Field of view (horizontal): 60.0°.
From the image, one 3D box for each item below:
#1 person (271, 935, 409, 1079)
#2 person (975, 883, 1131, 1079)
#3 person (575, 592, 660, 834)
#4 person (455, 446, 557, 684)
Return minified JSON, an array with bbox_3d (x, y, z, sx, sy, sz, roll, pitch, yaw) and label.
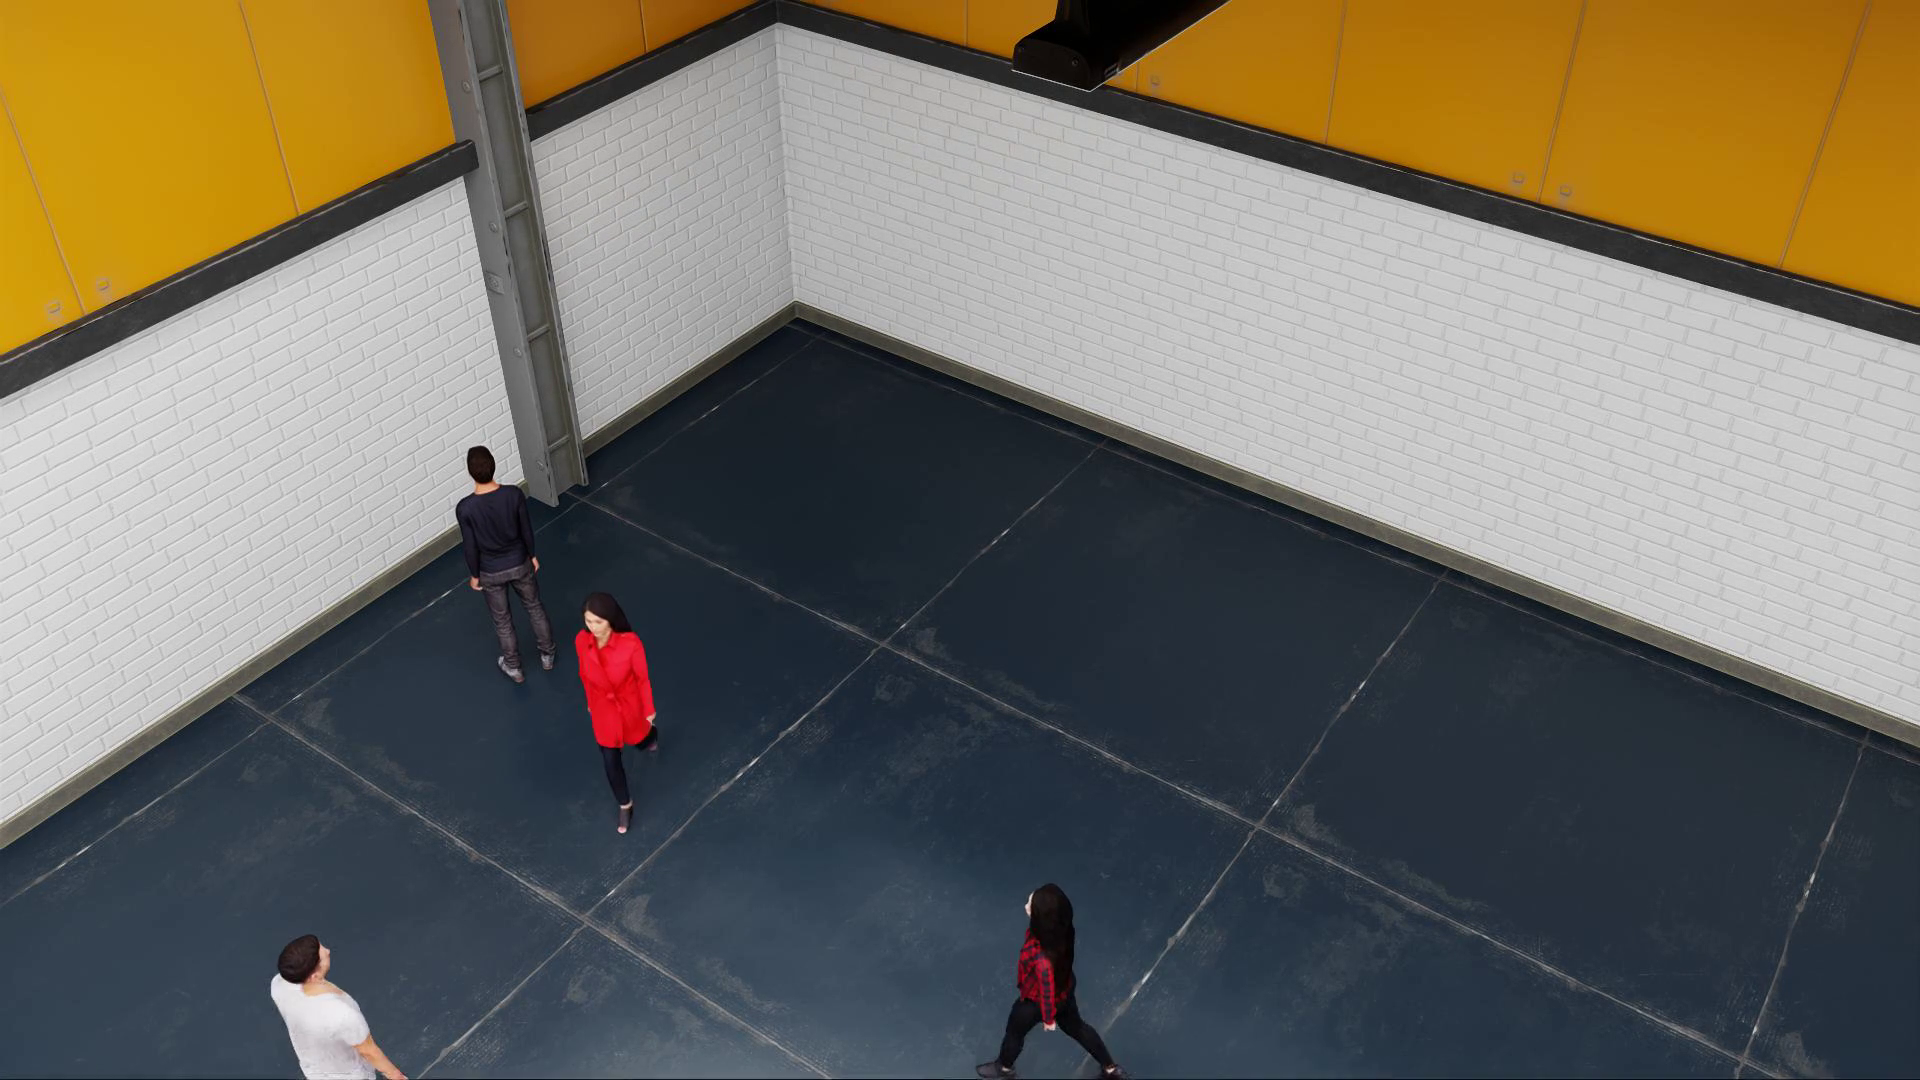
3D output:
[{"bbox_3d":[-3.099,2.619,8.122,0.723,1.844,0.637,21,43,24],"label":"person"},{"bbox_3d":[0.550,2.353,8.636,0.890,1.618,1.077,10,40,12],"label":"person"},{"bbox_3d":[-2.071,0.982,10.269,0.919,1.722,1.107,4,39,5],"label":"person"},{"bbox_3d":[-3.054,0.175,11.162,0.636,1.870,0.769,-20,43,-23],"label":"person"}]
